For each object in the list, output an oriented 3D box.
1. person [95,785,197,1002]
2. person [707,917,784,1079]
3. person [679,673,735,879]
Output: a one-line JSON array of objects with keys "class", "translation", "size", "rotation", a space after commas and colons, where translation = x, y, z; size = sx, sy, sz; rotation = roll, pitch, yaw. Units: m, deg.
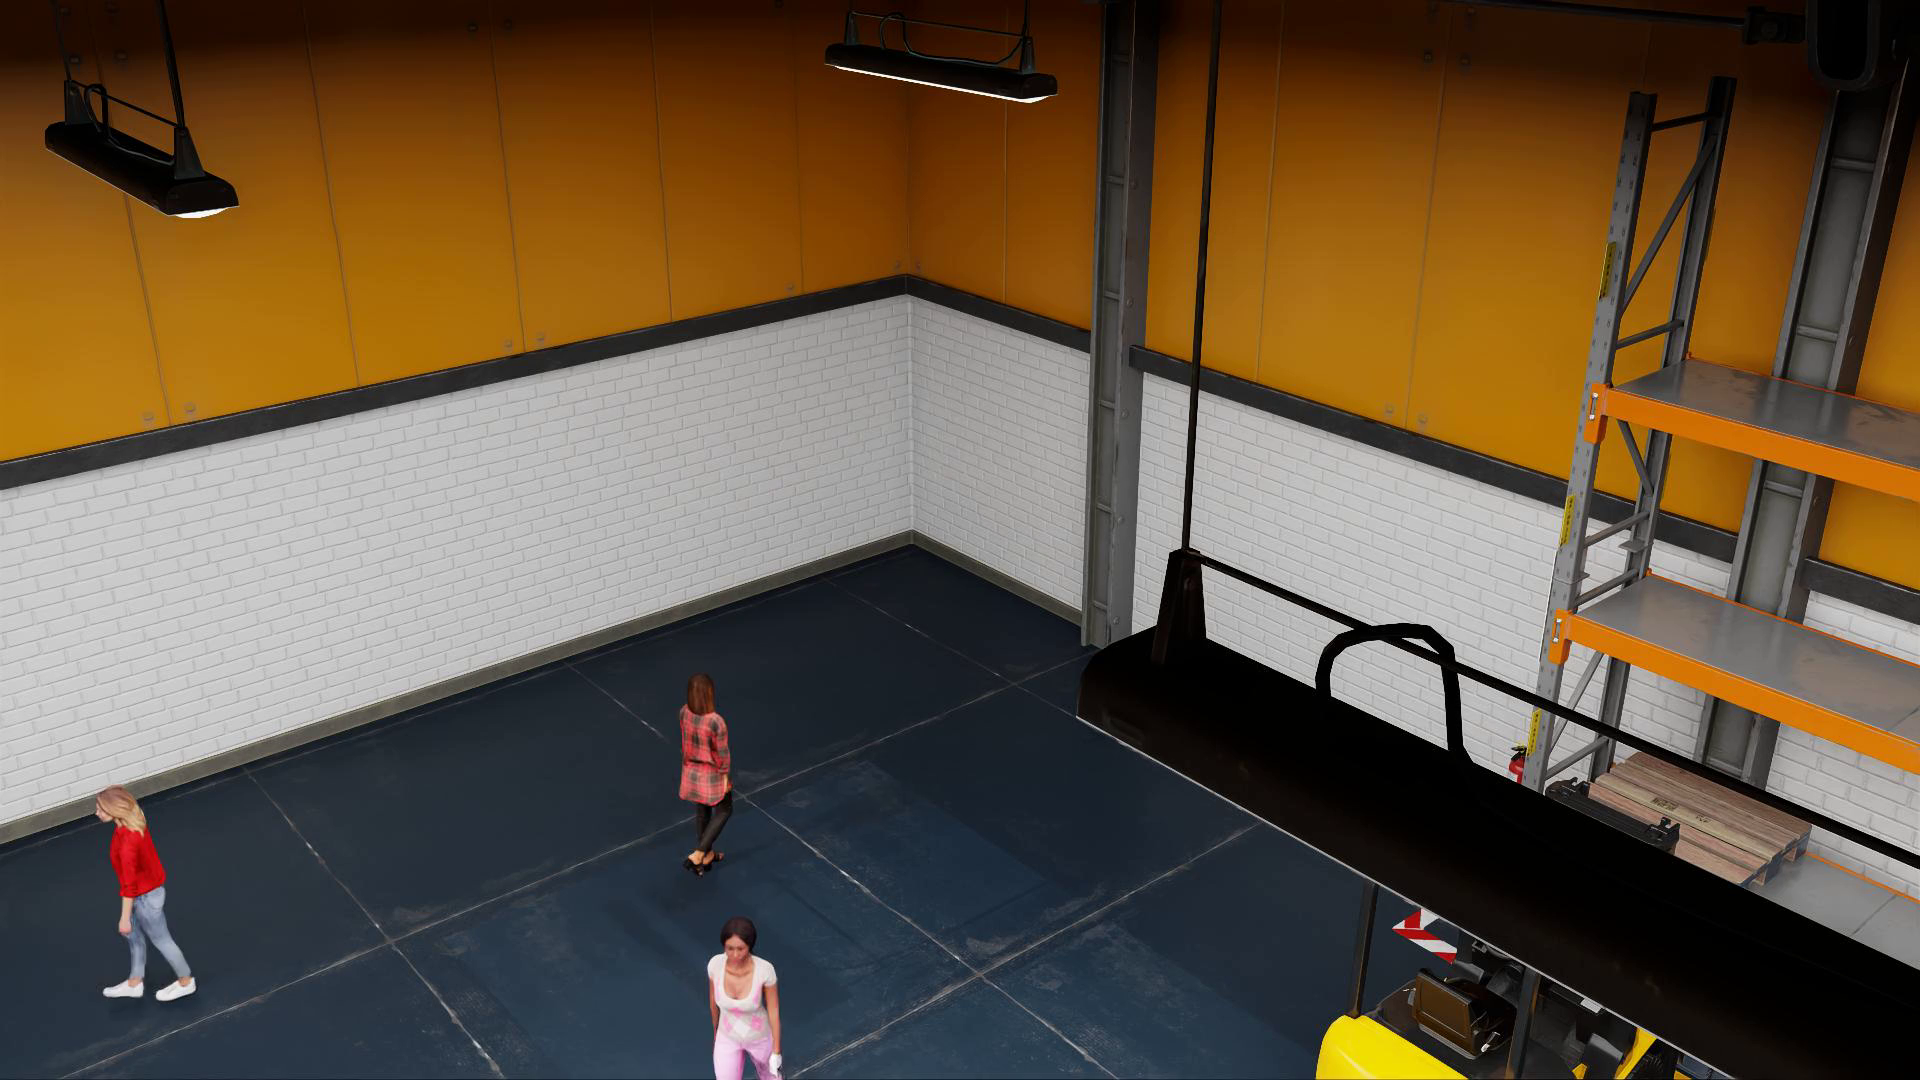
[{"class": "person", "translation": [-5.339, 2.349, 11.053], "size": [0.833, 1.692, 0.838], "rotation": [-9, 25, -20]}, {"class": "person", "translation": [-1.228, 2.902, 9.793], "size": [1.132, 1.687, 1.177], "rotation": [3, 24, 6]}, {"class": "person", "translation": [-1.936, 1.789, 12.337], "size": [0.818, 1.690, 0.824], "rotation": [13, 27, 26]}]
